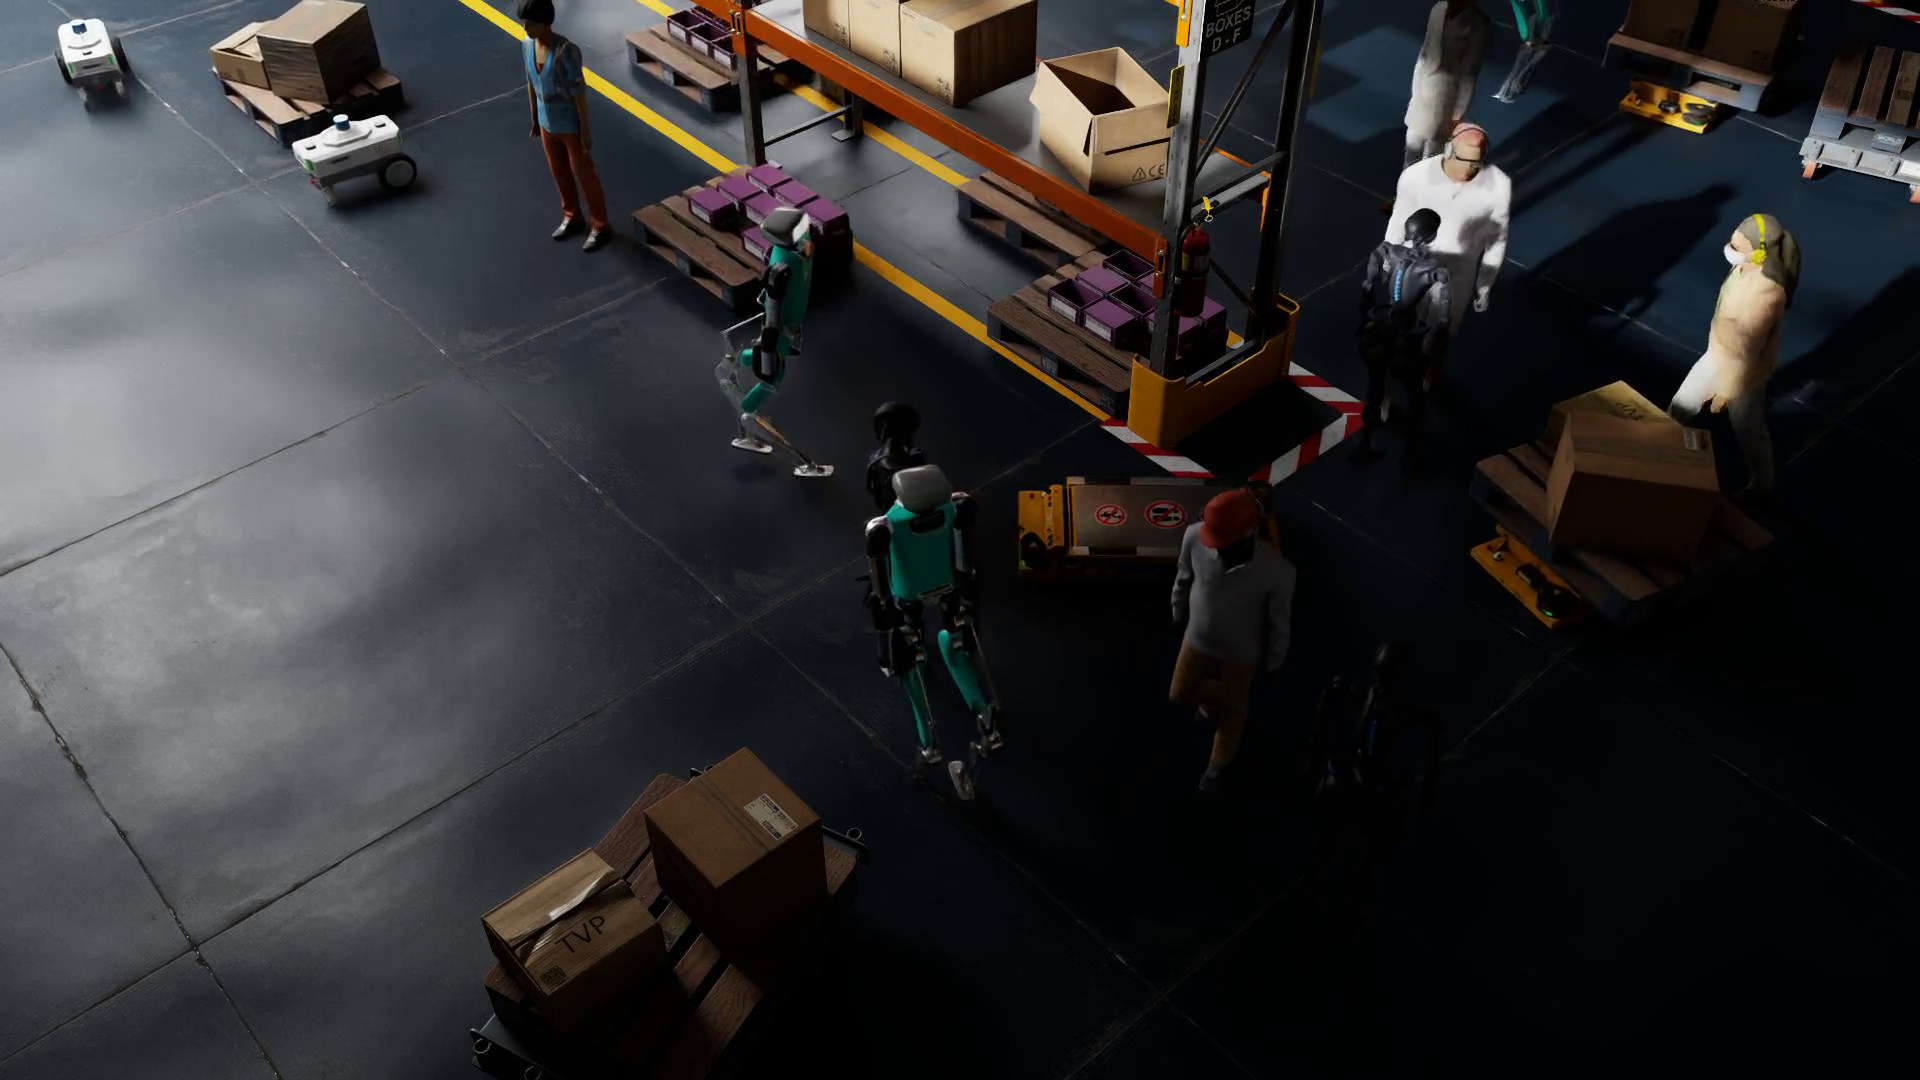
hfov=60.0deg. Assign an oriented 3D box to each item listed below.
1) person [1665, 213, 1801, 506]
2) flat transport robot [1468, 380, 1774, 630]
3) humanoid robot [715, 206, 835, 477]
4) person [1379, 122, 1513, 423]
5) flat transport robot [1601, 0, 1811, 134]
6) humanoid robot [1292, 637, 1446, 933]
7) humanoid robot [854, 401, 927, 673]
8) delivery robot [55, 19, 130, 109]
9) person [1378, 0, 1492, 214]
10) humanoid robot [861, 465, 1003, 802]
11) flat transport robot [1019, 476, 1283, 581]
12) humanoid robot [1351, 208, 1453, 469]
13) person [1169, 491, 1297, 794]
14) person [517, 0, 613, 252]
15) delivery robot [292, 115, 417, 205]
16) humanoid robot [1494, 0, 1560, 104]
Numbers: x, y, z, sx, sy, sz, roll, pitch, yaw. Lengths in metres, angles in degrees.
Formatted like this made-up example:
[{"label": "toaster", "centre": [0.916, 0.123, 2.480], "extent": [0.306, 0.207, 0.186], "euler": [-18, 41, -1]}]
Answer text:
[{"label": "person", "centre": [4.223, -0.953, 8.995], "extent": [0.932, 1.825, 0.578], "euler": [5, 43, 5]}, {"label": "flat transport robot", "centre": [3.574, 0.007, 9.087], "extent": [1.431, 0.231, 0.659], "euler": [-19, 46, -20]}, {"label": "humanoid robot", "centre": [-1.141, -1.078, 9.181], "extent": [0.896, 1.755, 0.545], "euler": [11, 44, 12]}, {"label": "person", "centre": [2.765, -1.572, 9.617], "extent": [0.655, 1.879, 0.600], "euler": [7, 43, 7]}, {"label": "flat transport robot", "centre": [5.760, -3.623, 13.035], "extent": [0.659, 0.231, 1.431], "euler": [27, 49, 26]}, {"label": "humanoid robot", "centre": [1.702, 1.029, 6.932], "extent": [0.600, 1.646, 0.338], "euler": [20, 46, 20]}, {"label": "humanoid robot", "centre": [-0.334, 0.020, 8.030], "extent": [0.367, 1.656, 0.601], "euler": [2, 43, 3]}, {"label": "delivery robot", "centre": [-6.786, -3.765, 12.975], "extent": [0.499, 0.589, 0.792], "euler": [-19, 46, -20]}, {"label": "person", "centre": [3.244, -2.997, 11.210], "extent": [0.446, 1.815, 0.531], "euler": [-23, 47, -23]}, {"label": "humanoid robot", "centre": [-0.045, 0.577, 7.423], "extent": [0.547, 1.804, 0.845], "euler": [-20, 46, -20]}, {"label": "flat transport robot", "centre": [1.042, -0.053, 9.153], "extent": [1.431, 0.231, 0.659], "euler": [1, 43, 1]}, {"label": "humanoid robot", "centre": [2.454, -1.120, 9.273], "extent": [0.359, 1.655, 0.599], "euler": [-34, 52, -31]}, {"label": "person", "centre": [1.206, 0.437, 7.537], "extent": [0.586, 1.726, 0.422], "euler": [25, 48, 25]}, {"label": "person", "centre": [-2.632, -2.762, 11.000], "extent": [0.508, 1.755, 0.321], "euler": [22, 47, 23]}, {"label": "delivery robot", "centre": [-4.345, -2.756, 11.875], "extent": [0.736, 0.586, 0.524], "euler": [-28, 49, -27]}, {"label": "humanoid robot", "centre": [4.393, -4.173, 12.560], "extent": [0.565, 1.795, 0.832], "euler": [-13, 44, -14]}]
